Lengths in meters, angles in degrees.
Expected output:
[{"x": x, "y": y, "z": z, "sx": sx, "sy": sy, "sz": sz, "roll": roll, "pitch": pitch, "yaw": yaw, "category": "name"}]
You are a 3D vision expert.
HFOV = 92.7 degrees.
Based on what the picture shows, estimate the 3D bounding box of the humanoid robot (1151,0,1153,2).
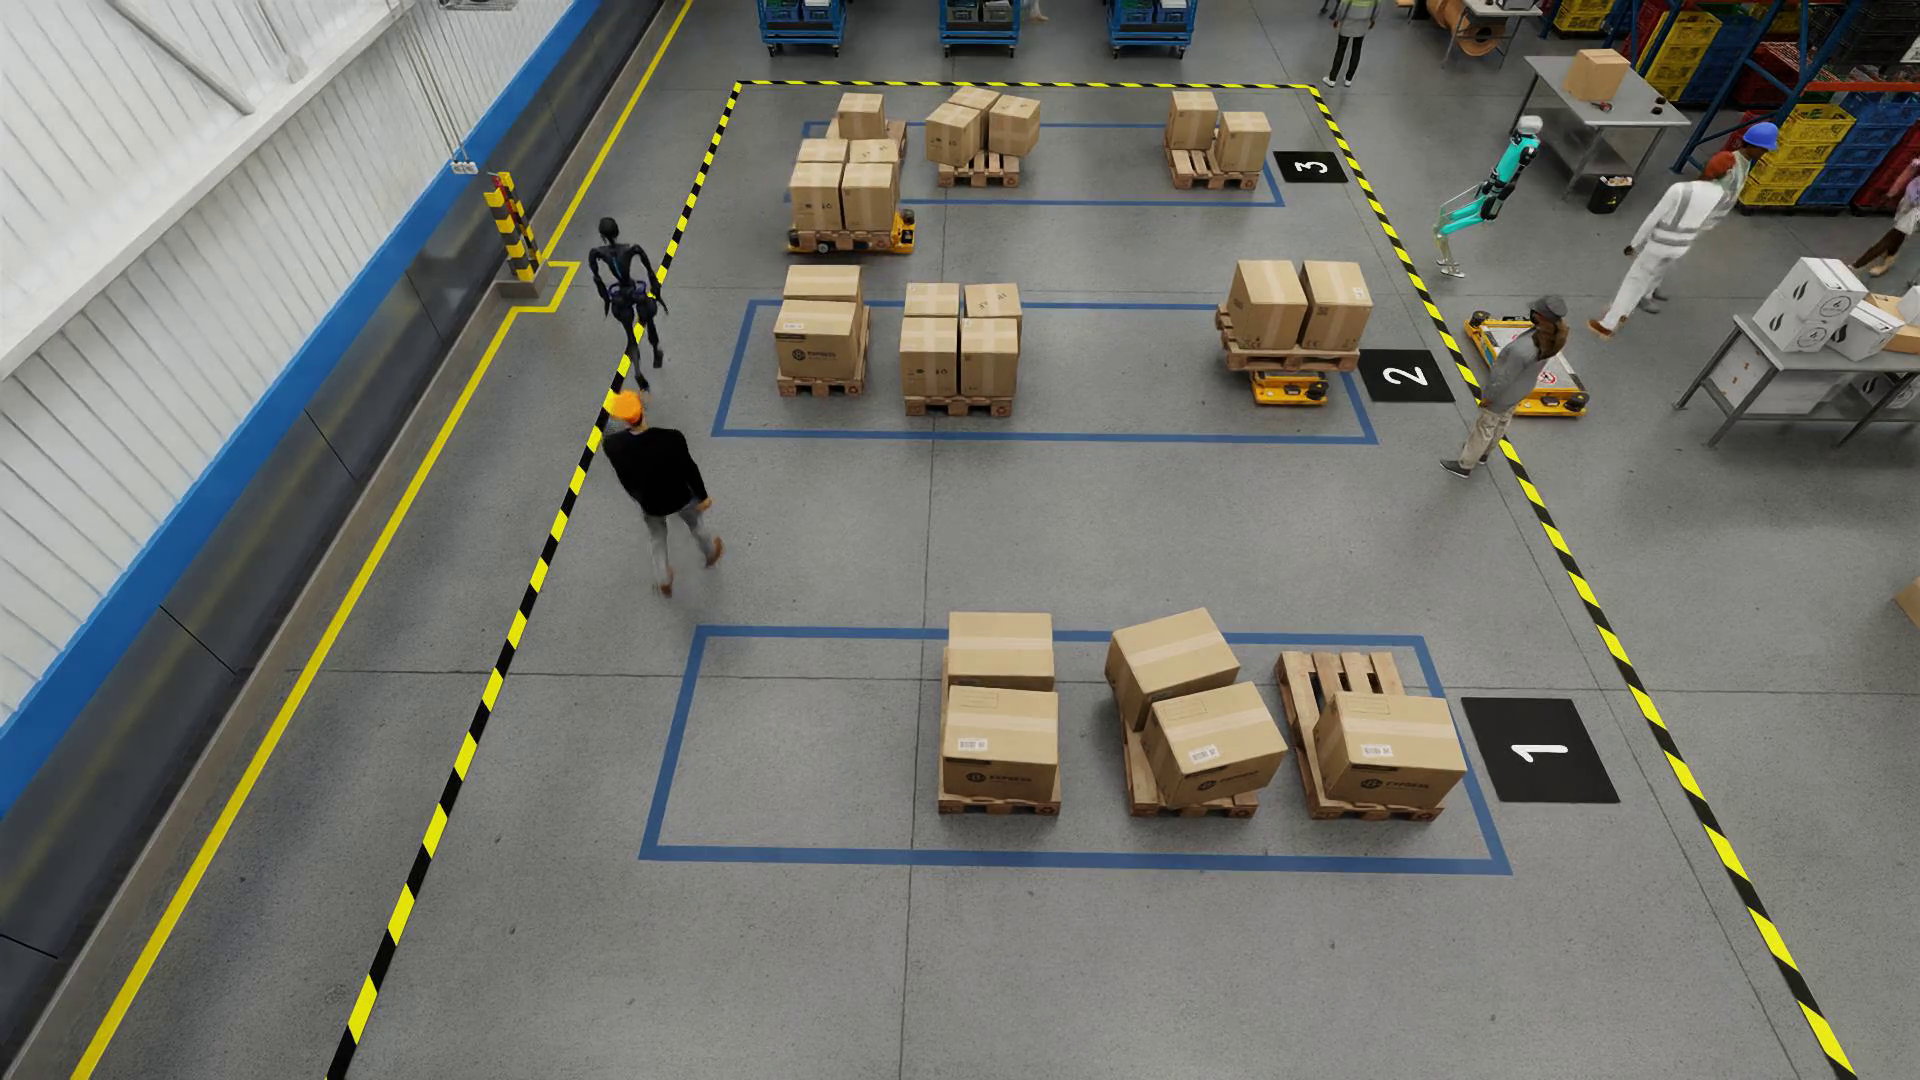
[{"x": 3.059, "y": -8.868, "z": 14.319, "sx": 0.787, "sy": 1.624, "sz": 0.591, "roll": -1, "pitch": 49, "yaw": -1, "category": "humanoid robot"}]

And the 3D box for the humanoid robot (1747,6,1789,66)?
[{"x": 11.958, "y": -7.792, "z": 13.339, "sx": 0.309, "sy": 1.650, "sz": 0.609, "roll": 29, "pitch": 55, "yaw": 23, "category": "humanoid robot"}]

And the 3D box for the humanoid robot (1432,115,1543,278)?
[{"x": 5.360, "y": -3.580, "z": 9.572, "sx": 0.735, "sy": 1.677, "sz": 0.533, "roll": 9, "pitch": 50, "yaw": 8, "category": "humanoid robot"}]

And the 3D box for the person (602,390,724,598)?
[{"x": -2.173, "y": -0.339, "z": 6.789, "sx": 0.652, "sy": 1.857, "sz": 0.541, "roll": -1, "pitch": 49, "yaw": -1, "category": "person"}]

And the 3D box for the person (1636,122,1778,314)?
[{"x": 7.469, "y": -3.237, "z": 9.225, "sx": 0.603, "sy": 1.948, "sz": 0.401, "roll": -36, "pitch": 58, "yaw": -27, "category": "person"}]

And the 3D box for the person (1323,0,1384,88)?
[{"x": 5.558, "y": -7.345, "z": 12.844, "sx": 0.596, "sy": 1.849, "sz": 0.384, "roll": 0, "pitch": 49, "yaw": 0, "category": "person"}]

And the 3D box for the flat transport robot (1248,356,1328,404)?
[{"x": 3.175, "y": -1.891, "z": 9.152, "sx": 0.652, "sy": 0.197, "sz": 1.431, "roll": 1, "pitch": 49, "yaw": 1, "category": "flat transport robot"}]

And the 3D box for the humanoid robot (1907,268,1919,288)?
[{"x": 10.569, "y": -3.338, "z": 9.399, "sx": 0.531, "sy": 1.709, "sz": 0.731, "roll": 5, "pitch": 49, "yaw": 4, "category": "humanoid robot"}]

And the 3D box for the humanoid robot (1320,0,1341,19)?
[{"x": 6.173, "y": -9.246, "z": 14.597, "sx": 0.601, "sy": 1.648, "sz": 0.365, "roll": 34, "pitch": 57, "yaw": 26, "category": "humanoid robot"}]

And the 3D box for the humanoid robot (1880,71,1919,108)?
[{"x": 12.541, "y": -6.107, "z": 11.847, "sx": 0.540, "sy": 1.781, "sz": 0.723, "roll": -20, "pitch": 52, "yaw": -16, "category": "humanoid robot"}]

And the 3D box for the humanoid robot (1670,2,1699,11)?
[{"x": 10.850, "y": -8.062, "z": 13.579, "sx": 0.511, "sy": 1.638, "sz": 0.600, "roll": -6, "pitch": 49, "yaw": -5, "category": "humanoid robot"}]

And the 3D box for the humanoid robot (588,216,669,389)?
[{"x": -3.053, "y": -2.203, "z": 8.518, "sx": 0.590, "sy": 1.632, "sz": 0.612, "roll": -8, "pitch": 50, "yaw": -6, "category": "humanoid robot"}]

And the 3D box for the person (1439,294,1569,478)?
[{"x": 4.563, "y": -1.258, "z": 7.629, "sx": 0.573, "sy": 1.768, "sz": 0.401, "roll": -28, "pitch": 55, "yaw": -22, "category": "person"}]

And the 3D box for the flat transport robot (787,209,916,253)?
[{"x": -1.245, "y": -3.598, "z": 10.630, "sx": 1.431, "sy": 0.197, "sz": 0.652, "roll": 1, "pitch": 49, "yaw": 1, "category": "flat transport robot"}]

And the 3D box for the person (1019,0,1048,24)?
[{"x": 1.163, "y": -9.122, "z": 14.405, "sx": 0.517, "sy": 1.815, "sz": 0.659, "roll": 4, "pitch": 49, "yaw": 4, "category": "person"}]

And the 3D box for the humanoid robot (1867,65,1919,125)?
[{"x": 11.809, "y": -5.574, "z": 11.411, "sx": 0.641, "sy": 1.839, "sz": 0.531, "roll": -9, "pitch": 50, "yaw": -8, "category": "humanoid robot"}]

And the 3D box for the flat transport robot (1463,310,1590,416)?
[{"x": 5.573, "y": -1.757, "z": 9.054, "sx": 0.659, "sy": 0.231, "sz": 1.431, "roll": 1, "pitch": 49, "yaw": 1, "category": "flat transport robot"}]

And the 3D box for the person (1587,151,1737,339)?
[{"x": 6.876, "y": -2.874, "z": 8.971, "sx": 0.613, "sy": 1.854, "sz": 0.606, "roll": -1, "pitch": 49, "yaw": -1, "category": "person"}]

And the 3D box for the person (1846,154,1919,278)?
[{"x": 9.986, "y": -3.533, "z": 9.471, "sx": 1.045, "sy": 1.965, "sz": 0.618, "roll": -15, "pitch": 51, "yaw": -12, "category": "person"}]
